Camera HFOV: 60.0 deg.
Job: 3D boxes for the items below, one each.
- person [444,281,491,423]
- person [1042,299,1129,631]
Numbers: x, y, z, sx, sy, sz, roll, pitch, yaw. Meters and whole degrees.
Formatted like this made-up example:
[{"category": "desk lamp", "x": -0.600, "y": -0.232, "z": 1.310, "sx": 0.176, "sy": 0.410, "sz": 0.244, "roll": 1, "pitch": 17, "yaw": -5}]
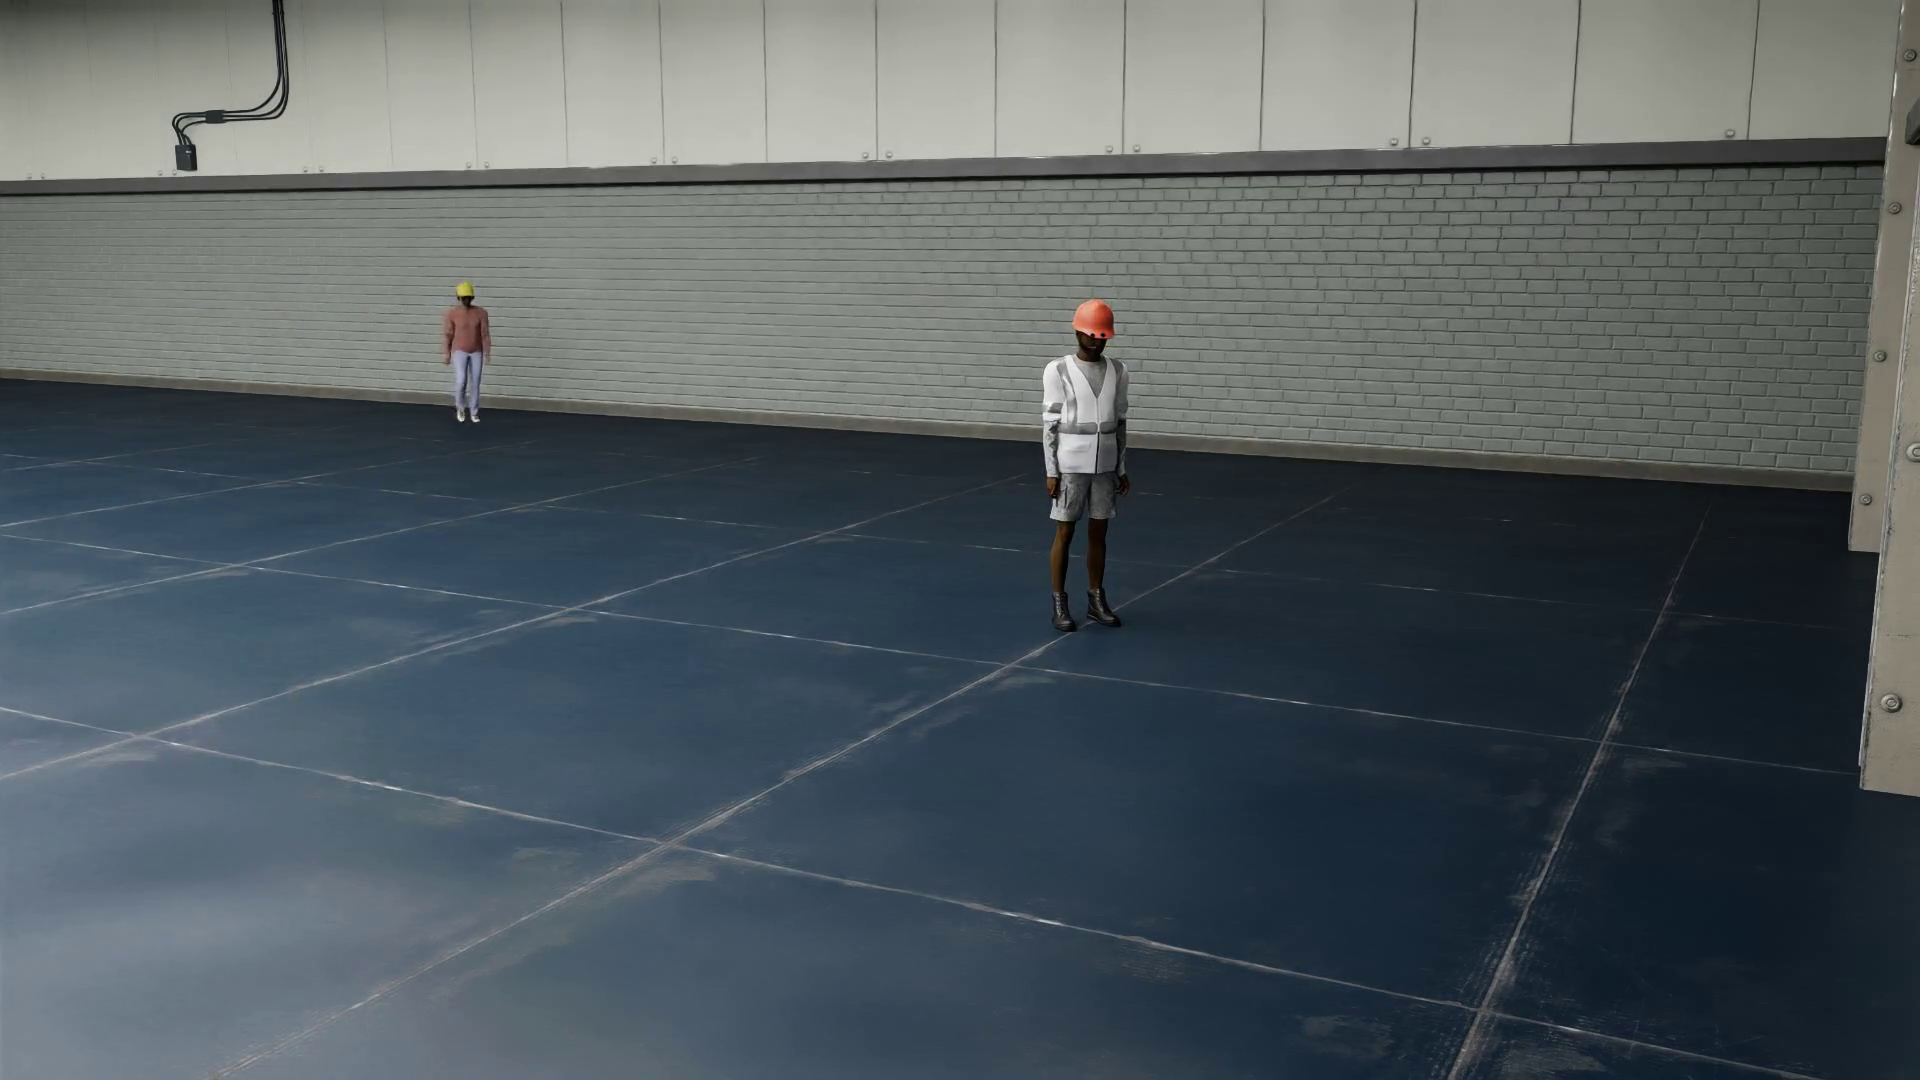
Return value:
[{"category": "person", "x": -6.013, "y": -2.290, "z": 20.350, "sx": 0.528, "sy": 1.747, "sz": 0.434, "roll": -6, "pitch": 12, "yaw": -29}, {"category": "person", "x": 0.749, "y": -0.433, "z": 9.713, "sx": 0.542, "sy": 1.930, "sz": 0.367, "roll": -4, "pitch": 11, "yaw": -22}]
